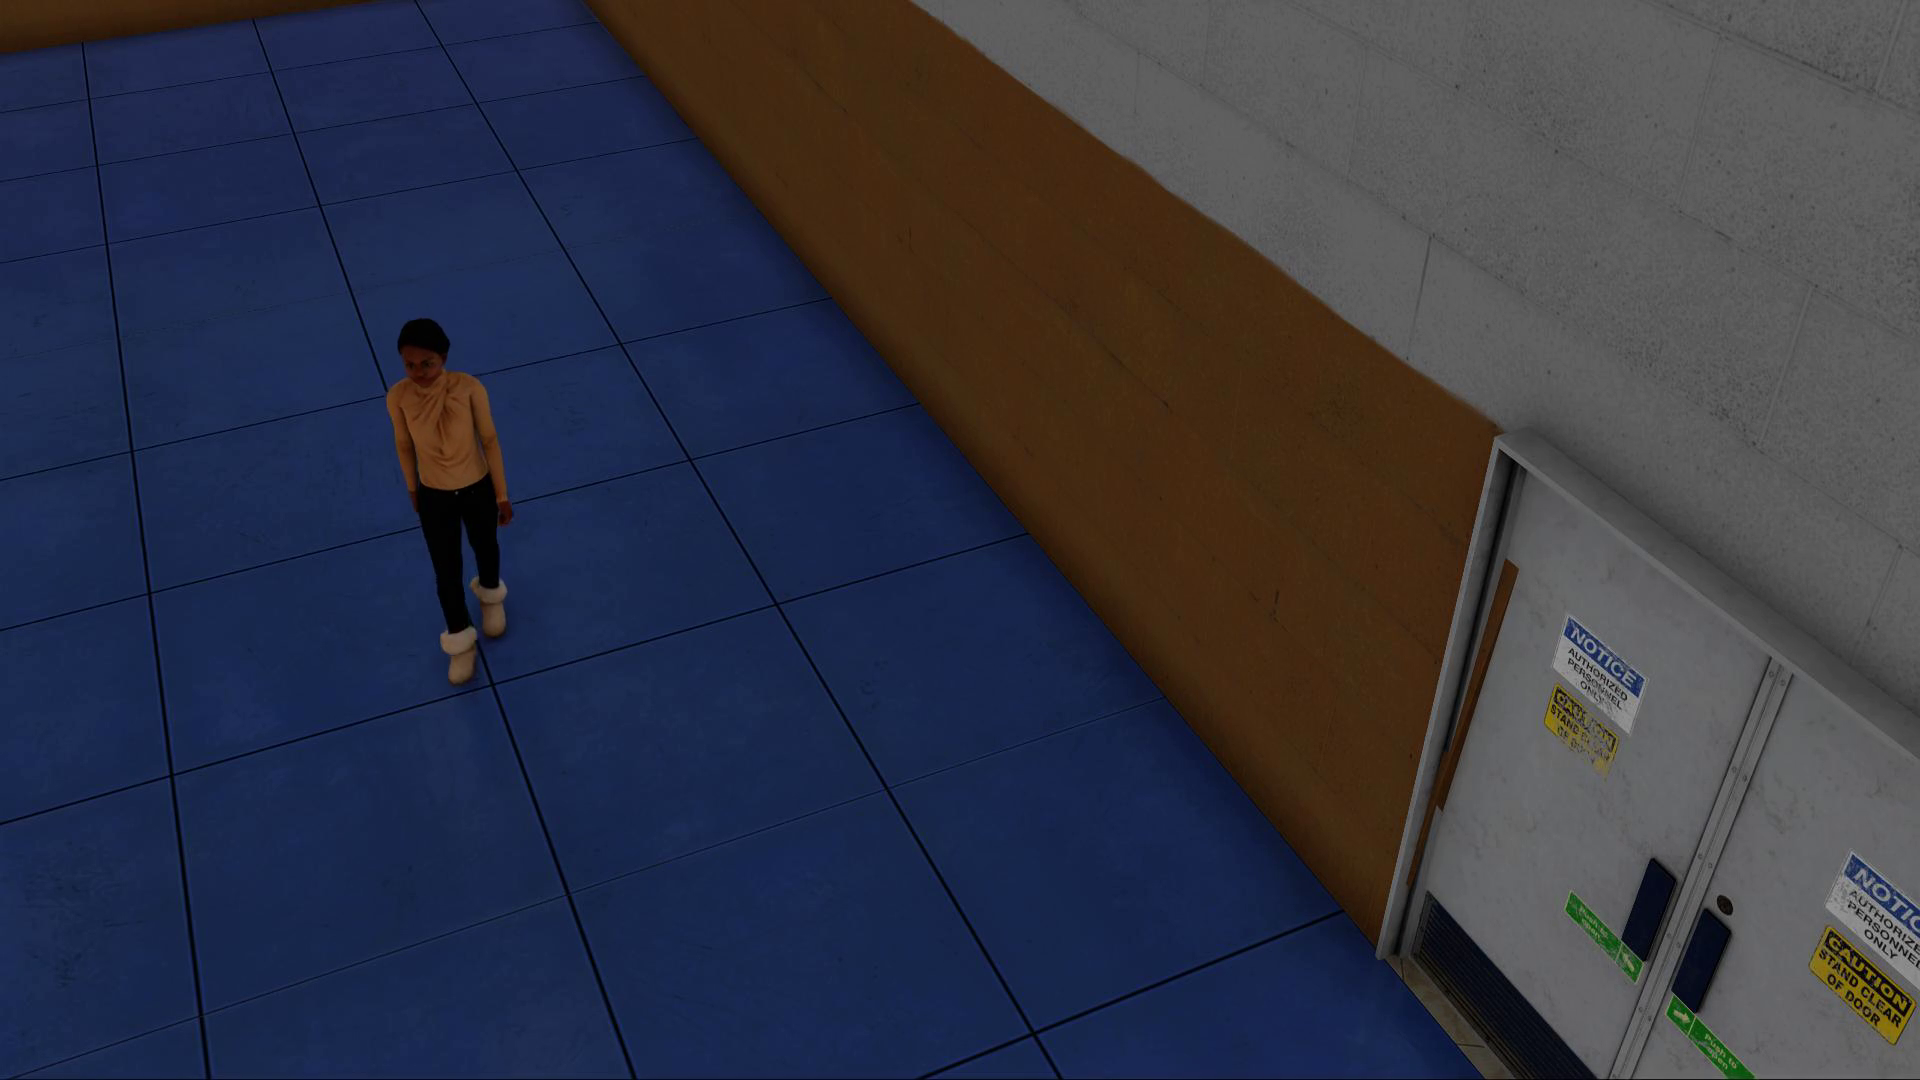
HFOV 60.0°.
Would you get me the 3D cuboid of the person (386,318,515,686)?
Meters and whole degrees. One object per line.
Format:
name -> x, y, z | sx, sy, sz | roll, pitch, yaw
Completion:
person -> -2.170, -0.264, 7.207 | 0.867, 1.639, 0.747 | -9, 38, -12
